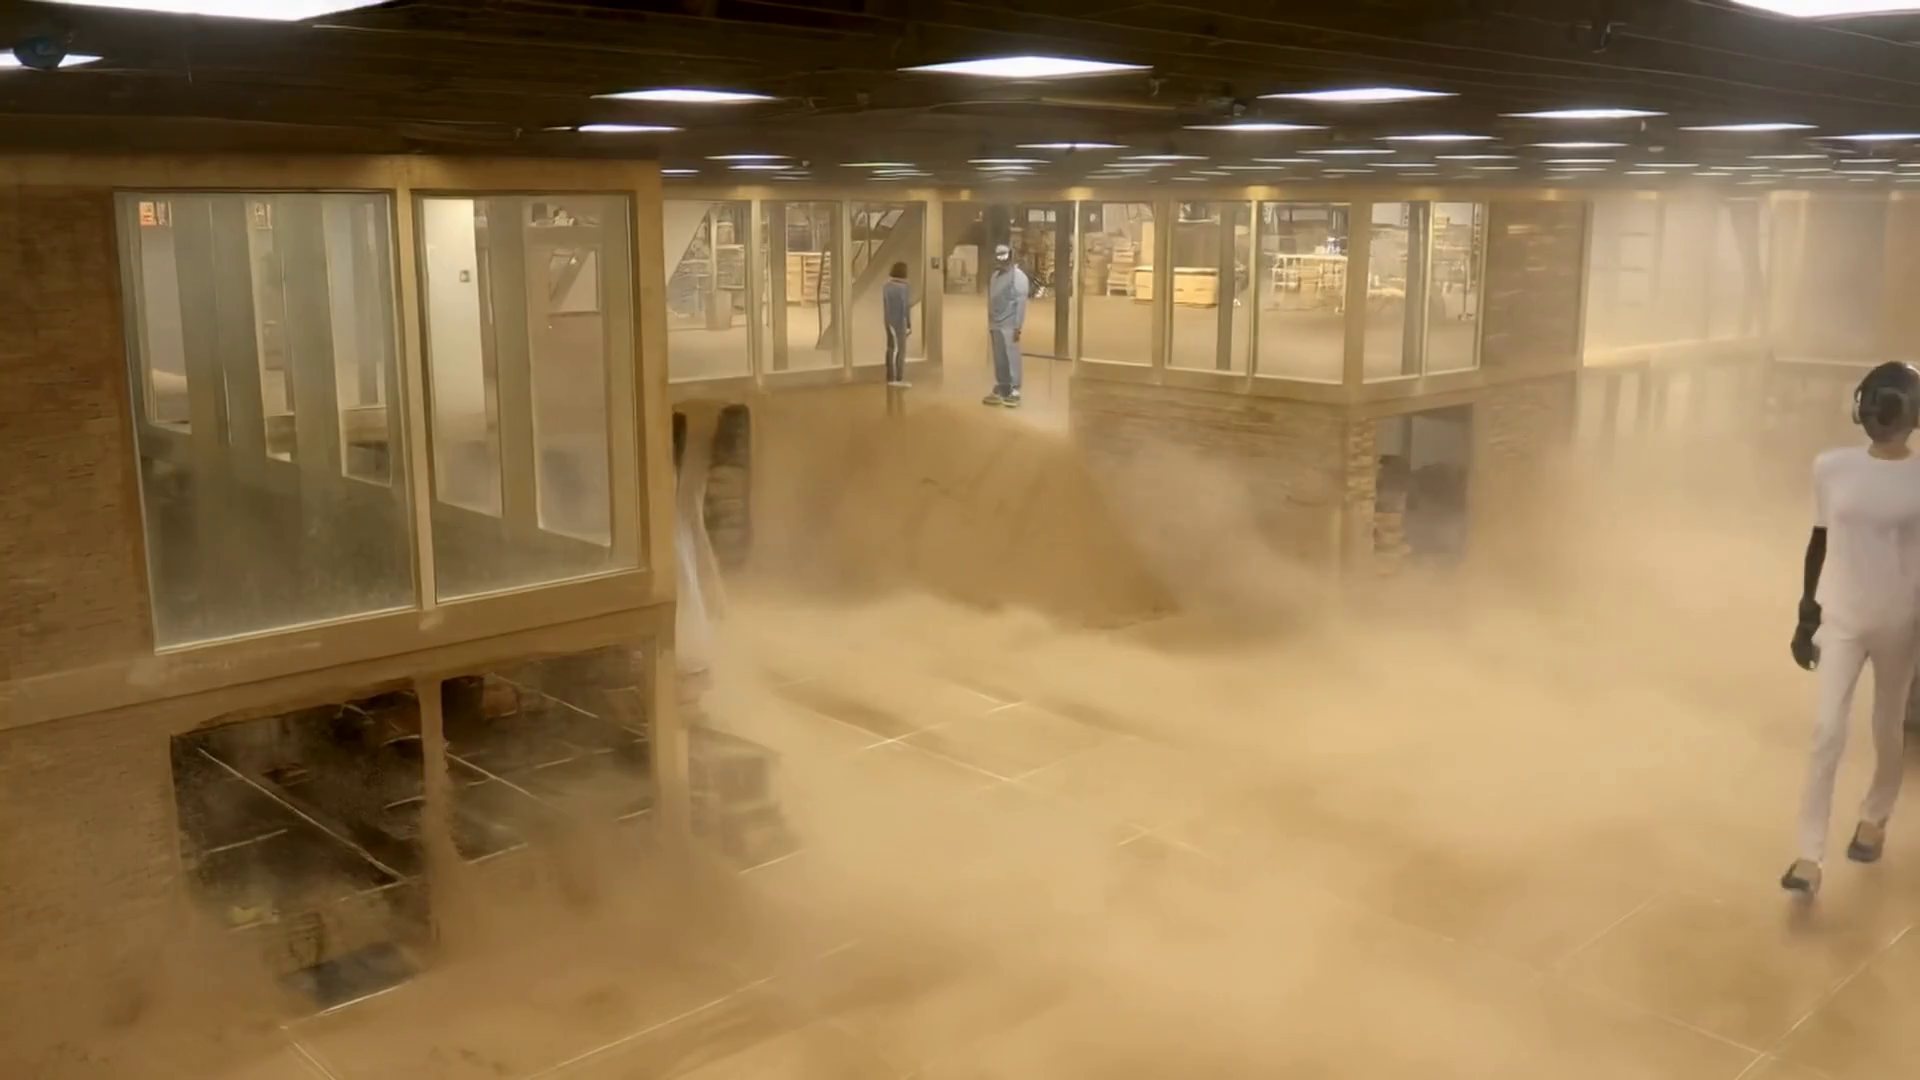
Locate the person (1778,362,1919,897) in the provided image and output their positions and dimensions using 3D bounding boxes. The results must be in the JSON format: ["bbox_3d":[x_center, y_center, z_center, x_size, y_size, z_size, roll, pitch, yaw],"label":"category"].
[{"bbox_3d":[3.108,0.306,5.663,0.548,1.815,0.965,9,14,38],"label":"person"}]

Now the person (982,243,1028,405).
[{"bbox_3d":[0.530,-2.575,19.861,0.401,1.910,0.642,-7,13,-31],"label":"person"}]

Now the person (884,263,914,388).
[{"bbox_3d":[-0.810,-2.798,21.696,0.284,1.625,0.501,-9,15,-39],"label":"person"}]
